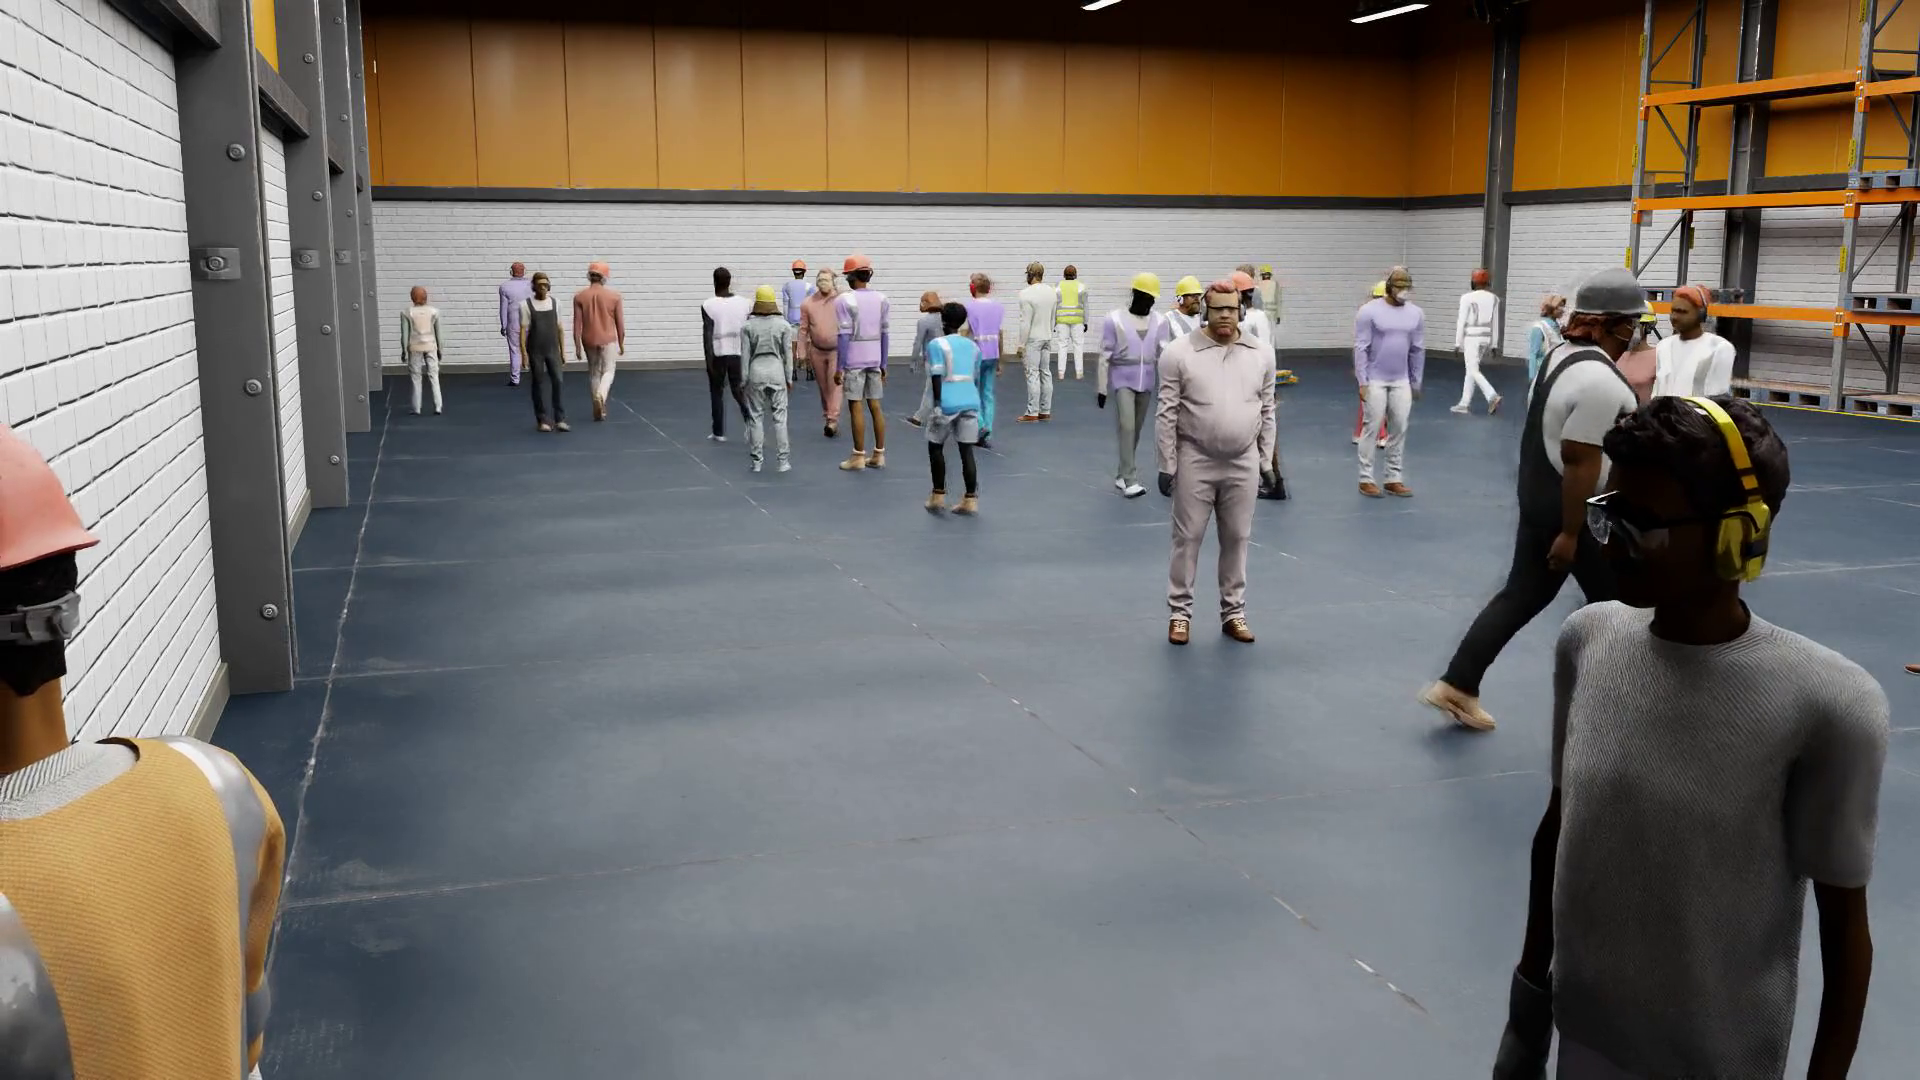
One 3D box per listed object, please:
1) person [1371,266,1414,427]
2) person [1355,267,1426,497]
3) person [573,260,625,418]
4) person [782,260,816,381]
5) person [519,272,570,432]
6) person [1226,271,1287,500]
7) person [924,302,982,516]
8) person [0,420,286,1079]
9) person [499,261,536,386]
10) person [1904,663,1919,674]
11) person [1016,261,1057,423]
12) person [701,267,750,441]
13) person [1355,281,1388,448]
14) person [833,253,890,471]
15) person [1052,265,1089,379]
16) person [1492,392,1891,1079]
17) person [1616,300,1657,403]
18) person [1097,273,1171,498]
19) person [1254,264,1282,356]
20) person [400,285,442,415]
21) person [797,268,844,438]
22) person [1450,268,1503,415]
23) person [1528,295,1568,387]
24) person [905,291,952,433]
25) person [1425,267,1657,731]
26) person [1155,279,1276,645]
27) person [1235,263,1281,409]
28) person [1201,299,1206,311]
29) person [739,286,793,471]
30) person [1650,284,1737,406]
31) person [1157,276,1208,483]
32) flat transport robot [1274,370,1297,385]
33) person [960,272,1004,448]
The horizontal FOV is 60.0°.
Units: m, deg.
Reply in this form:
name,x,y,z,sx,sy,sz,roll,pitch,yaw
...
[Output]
name,x,y,z,sx,sy,sz,roll,pitch,yaw
person,5.077,-2.211,19.205,0.669,1.885,0.657,-7,12,-35
person,3.596,-1.313,13.931,0.649,1.918,0.409,-3,10,-15
person,-4.447,-2.457,20.440,0.611,1.963,0.859,0,10,-1
person,-2.555,-3.505,26.597,0.542,1.931,0.366,0,10,1
person,-4.673,-2.104,18.792,0.551,1.817,0.809,-5,11,-29
person,2.303,-1.279,13.845,0.996,1.878,0.565,6,11,29
person,-0.031,-1.029,13.042,0.555,1.648,0.611,-8,12,-37
person,-0.835,0.827,1.519,0.373,1.929,0.542,1,10,7
person,-6.749,-3.307,25.519,0.641,1.908,0.407,-6,11,-31
person,4.749,-0.225,7.782,0.312,1.869,0.535,1,10,7
person,0.904,-2.370,19.999,0.372,1.940,0.631,8,13,39
person,-2.490,-1.987,17.912,0.598,1.900,0.802,-6,12,-32
person,4.428,-1.816,17.363,0.562,1.739,0.776,-8,13,-39
person,-0.945,-1.665,15.624,0.615,2.038,0.395,-9,13,-42
person,1.781,-3.524,26.963,0.622,1.845,0.429,1,10,4
person,0.958,0.728,2.284,0.332,1.865,0.520,-6,11,-31
person,4.210,-0.636,10.462,0.318,1.767,0.534,-7,12,-37
person,1.499,-1.290,13.959,0.596,1.863,0.948,-4,11,-21
person,5.632,-4.159,30.656,0.590,1.835,0.404,0,10,-2
person,-6.804,-2.398,21.038,0.517,1.643,0.308,-6,12,-33
person,-1.485,-2.053,18.367,0.675,1.858,0.985,2,10,10
person,6.569,-2.498,21.000,0.577,1.858,0.884,-5,11,-26
person,5.867,-1.613,16.541,0.452,1.623,0.523,9,14,43
person,-0.385,-2.032,19.004,0.818,1.589,0.526,8,12,37
person,2.505,-0.165,6.939,1.012,2.000,0.674,0,10,-2
person,1.346,-0.399,8.687,0.652,1.904,0.402,-1,10,-8
person,3.439,-2.269,19.468,0.596,1.918,0.657,4,11,23
person,2.252,-1.436,15.535,0.507,1.623,0.409,-7,12,-37
person,-1.816,-1.504,15.623,0.506,1.722,0.502,-1,10,-8
person,4.359,-0.583,9.878,0.588,1.866,0.574,-5,11,-25
person,2.025,-1.433,14.870,0.591,1.837,0.403,-6,12,-33
flat transport robot,4.616,-2.481,25.464,0.652,0.197,1.431,6,11,30
person,0.208,-1.871,17.400,0.598,1.832,0.452,-7,12,-34
